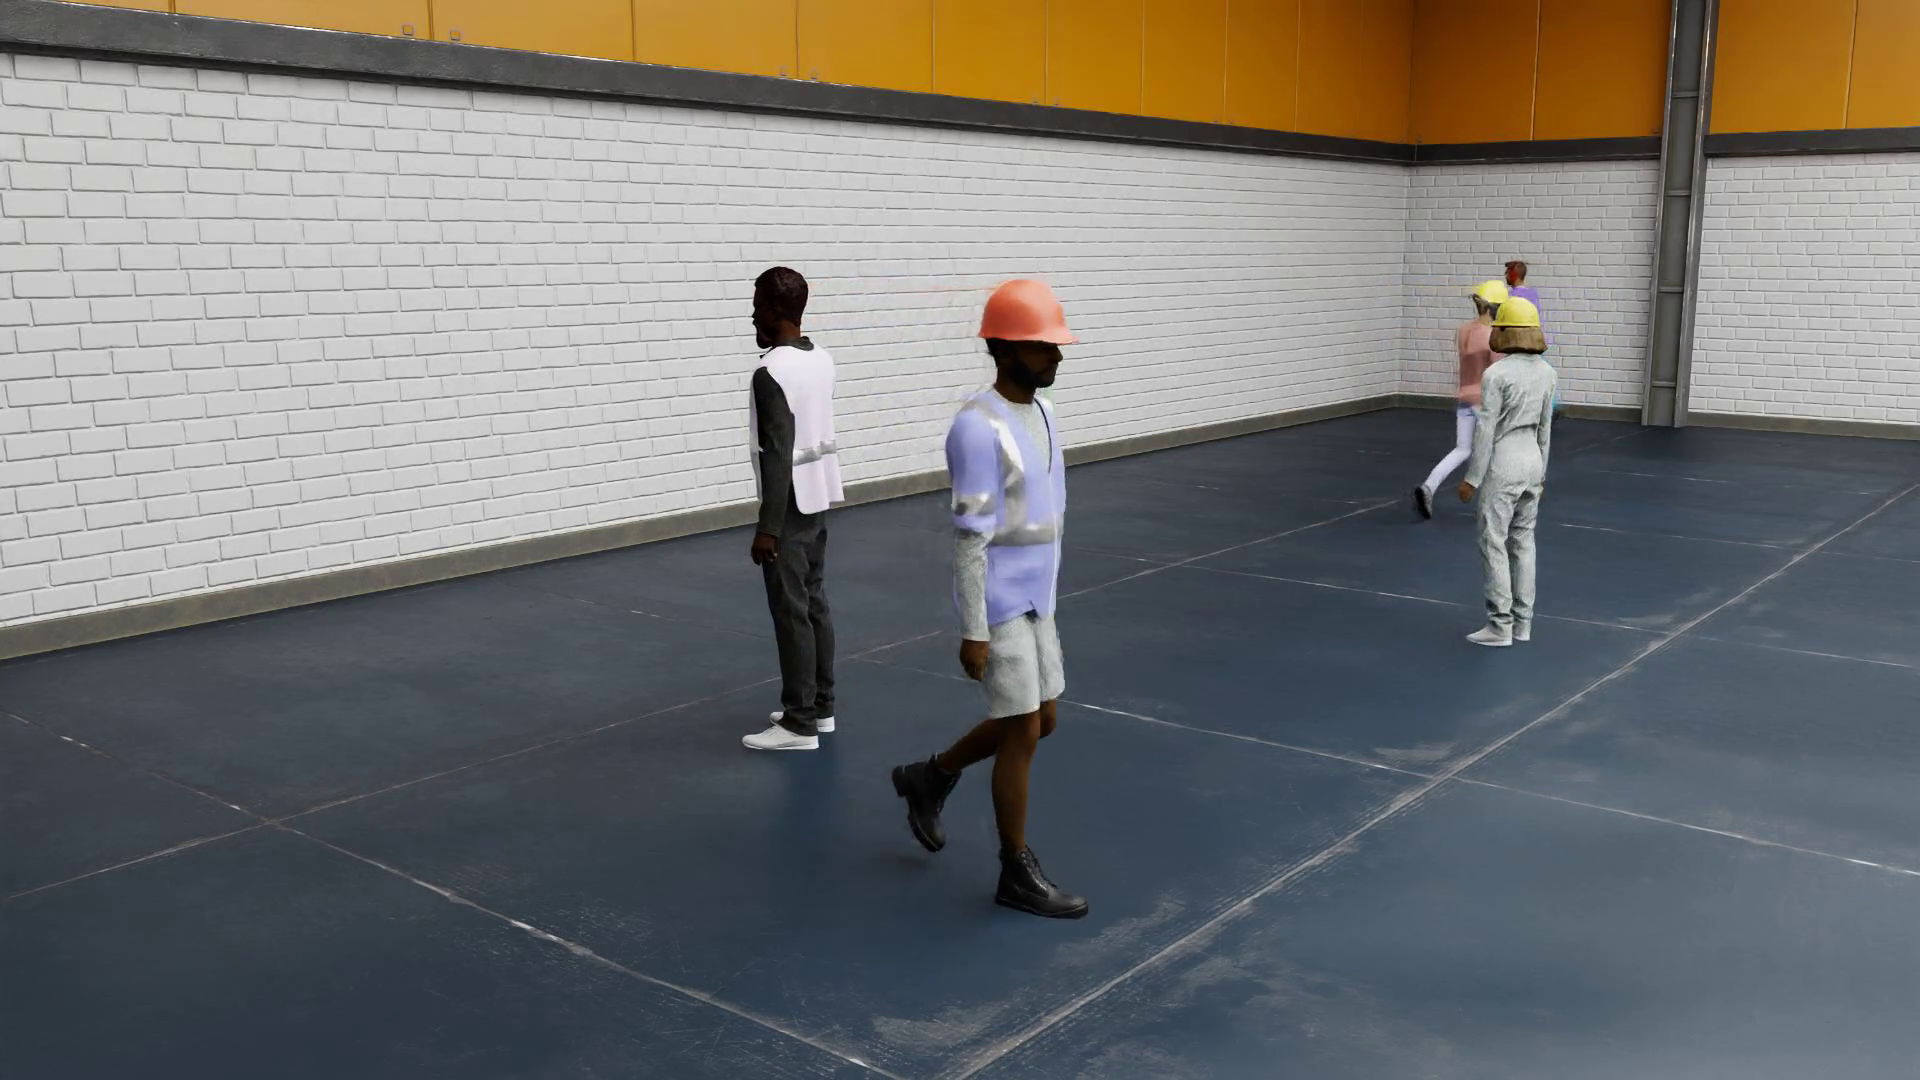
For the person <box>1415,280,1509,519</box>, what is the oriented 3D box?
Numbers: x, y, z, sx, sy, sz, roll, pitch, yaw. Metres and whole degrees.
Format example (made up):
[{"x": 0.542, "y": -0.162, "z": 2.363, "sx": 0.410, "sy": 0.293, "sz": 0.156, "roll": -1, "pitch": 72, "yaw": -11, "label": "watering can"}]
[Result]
[{"x": 3.656, "y": -0.973, "z": 11.821, "sx": 0.723, "sy": 1.744, "sz": 0.524, "roll": -4, "pitch": 11, "yaw": -22, "label": "person"}]

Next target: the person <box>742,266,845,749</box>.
[{"x": -0.664, "y": -0.120, "z": 6.634, "sx": 0.377, "sy": 1.917, "sz": 0.599, "roll": 3, "pitch": 11, "yaw": 14, "label": "person"}]

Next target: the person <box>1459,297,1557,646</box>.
[{"x": 2.740, "y": -0.334, "z": 8.319, "sx": 0.519, "sy": 1.744, "sz": 0.326, "roll": -6, "pitch": 12, "yaw": -32, "label": "person"}]

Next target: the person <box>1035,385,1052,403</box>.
[{"x": 0.422, "y": -0.560, "z": 9.895, "sx": 0.302, "sy": 1.629, "sz": 0.541, "roll": 1, "pitch": 10, "yaw": 7, "label": "person"}]

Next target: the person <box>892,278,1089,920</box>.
[{"x": 0.088, "y": 0.168, "z": 5.063, "sx": 0.669, "sy": 1.922, "sz": 0.547, "roll": 6, "pitch": 12, "yaw": 29, "label": "person"}]

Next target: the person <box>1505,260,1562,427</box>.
[{"x": 6.010, "y": -2.079, "z": 17.792, "sx": 0.866, "sy": 1.818, "sz": 0.576, "roll": 9, "pitch": 13, "yaw": 40, "label": "person"}]
